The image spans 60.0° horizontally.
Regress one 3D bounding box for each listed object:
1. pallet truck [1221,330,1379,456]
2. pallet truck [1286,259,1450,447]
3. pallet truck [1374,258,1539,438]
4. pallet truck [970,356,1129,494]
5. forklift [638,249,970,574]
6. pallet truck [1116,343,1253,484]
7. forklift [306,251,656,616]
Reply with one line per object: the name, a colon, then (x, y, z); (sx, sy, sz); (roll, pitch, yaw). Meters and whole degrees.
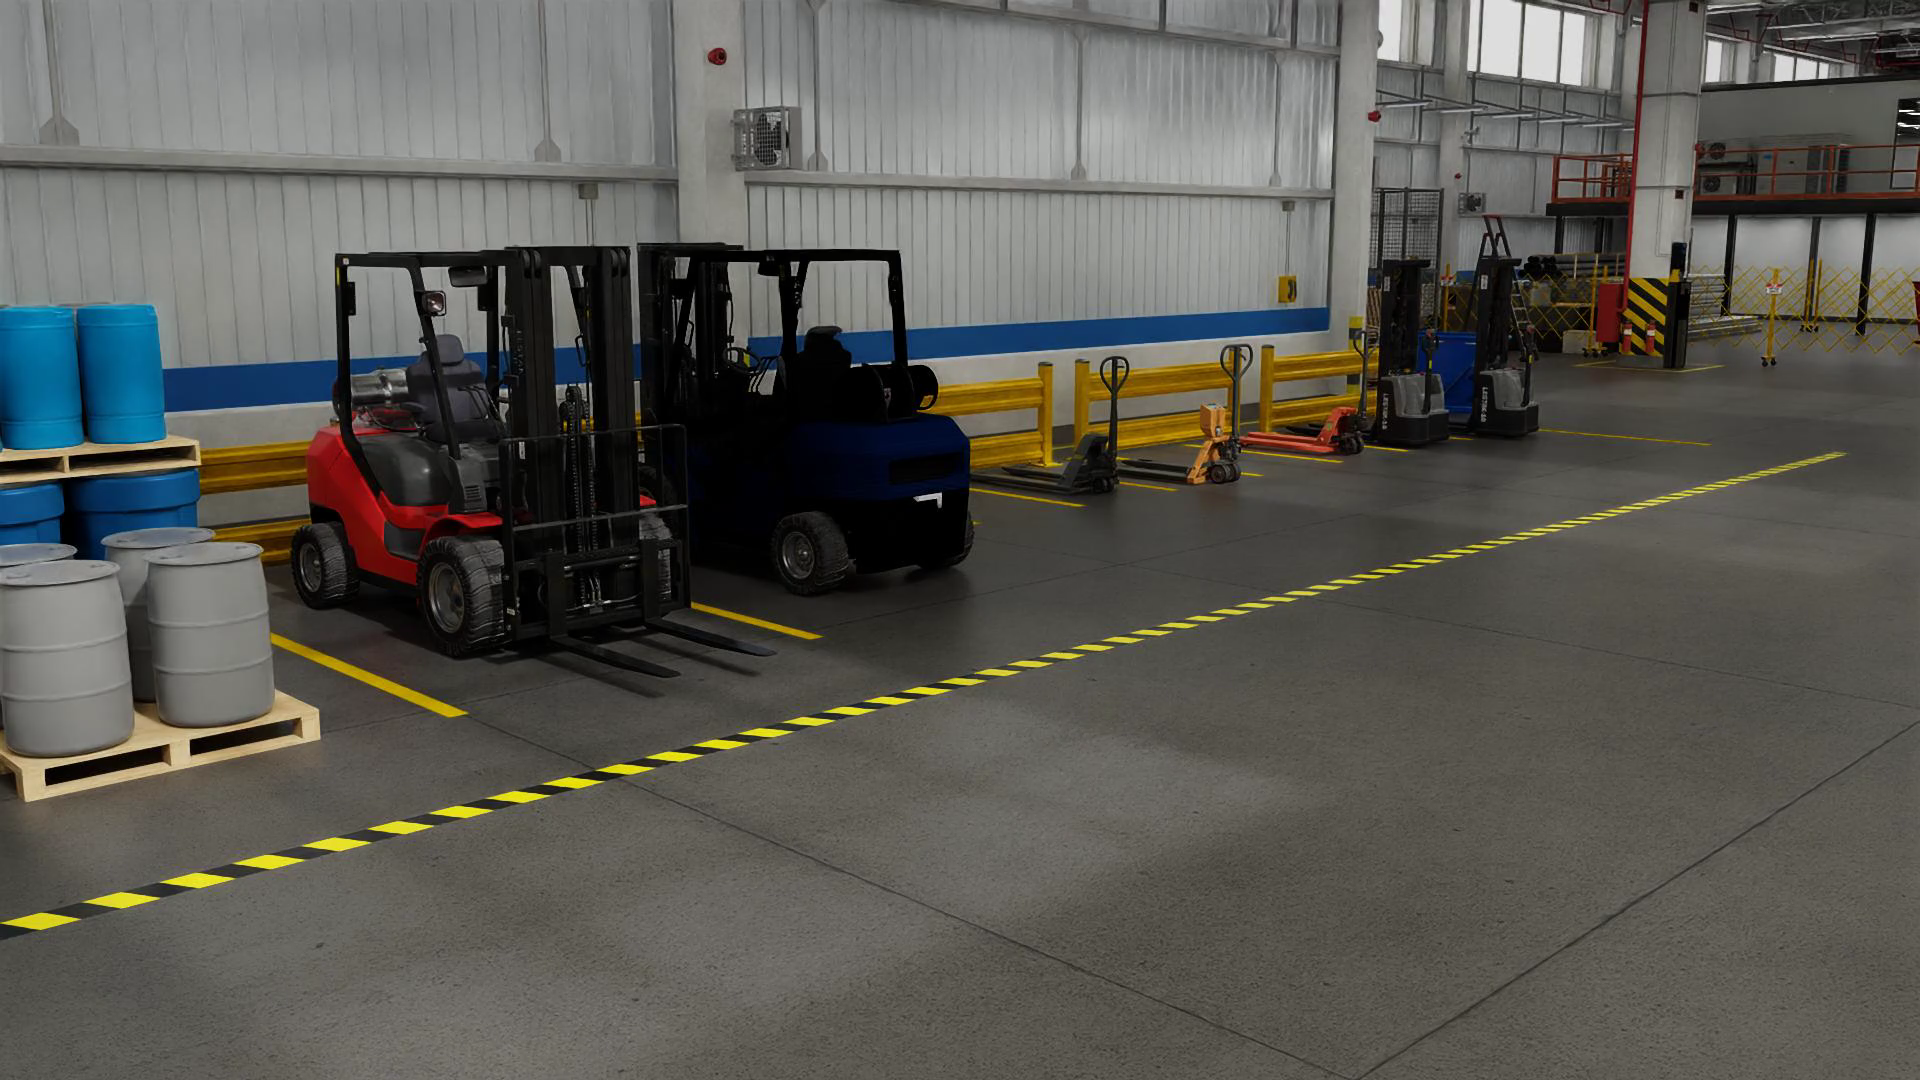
pallet truck: (3.563, -1.581, 17.381); (0.653, 1.274, 1.630); (-10, 14, -44)
pallet truck: (4.493, -2.078, 18.196); (0.823, 1.965, 1.885); (-9, 14, -40)
pallet truck: (5.704, -2.208, 18.901); (1.885, 1.965, 0.823); (10, 14, 43)
pallet truck: (0.784, -1.085, 14.876); (0.680, 1.201, 1.601); (-10, 14, -44)
forklift: (-1.173, -0.958, 11.239); (2.680, 1.987, 1.157); (10, 14, 43)
pallet truck: (1.962, -1.215, 15.415); (1.522, 1.261, 0.704); (10, 14, 43)
forklift: (-2.833, -0.669, 9.694); (1.157, 1.987, 2.680); (-10, 14, -44)
